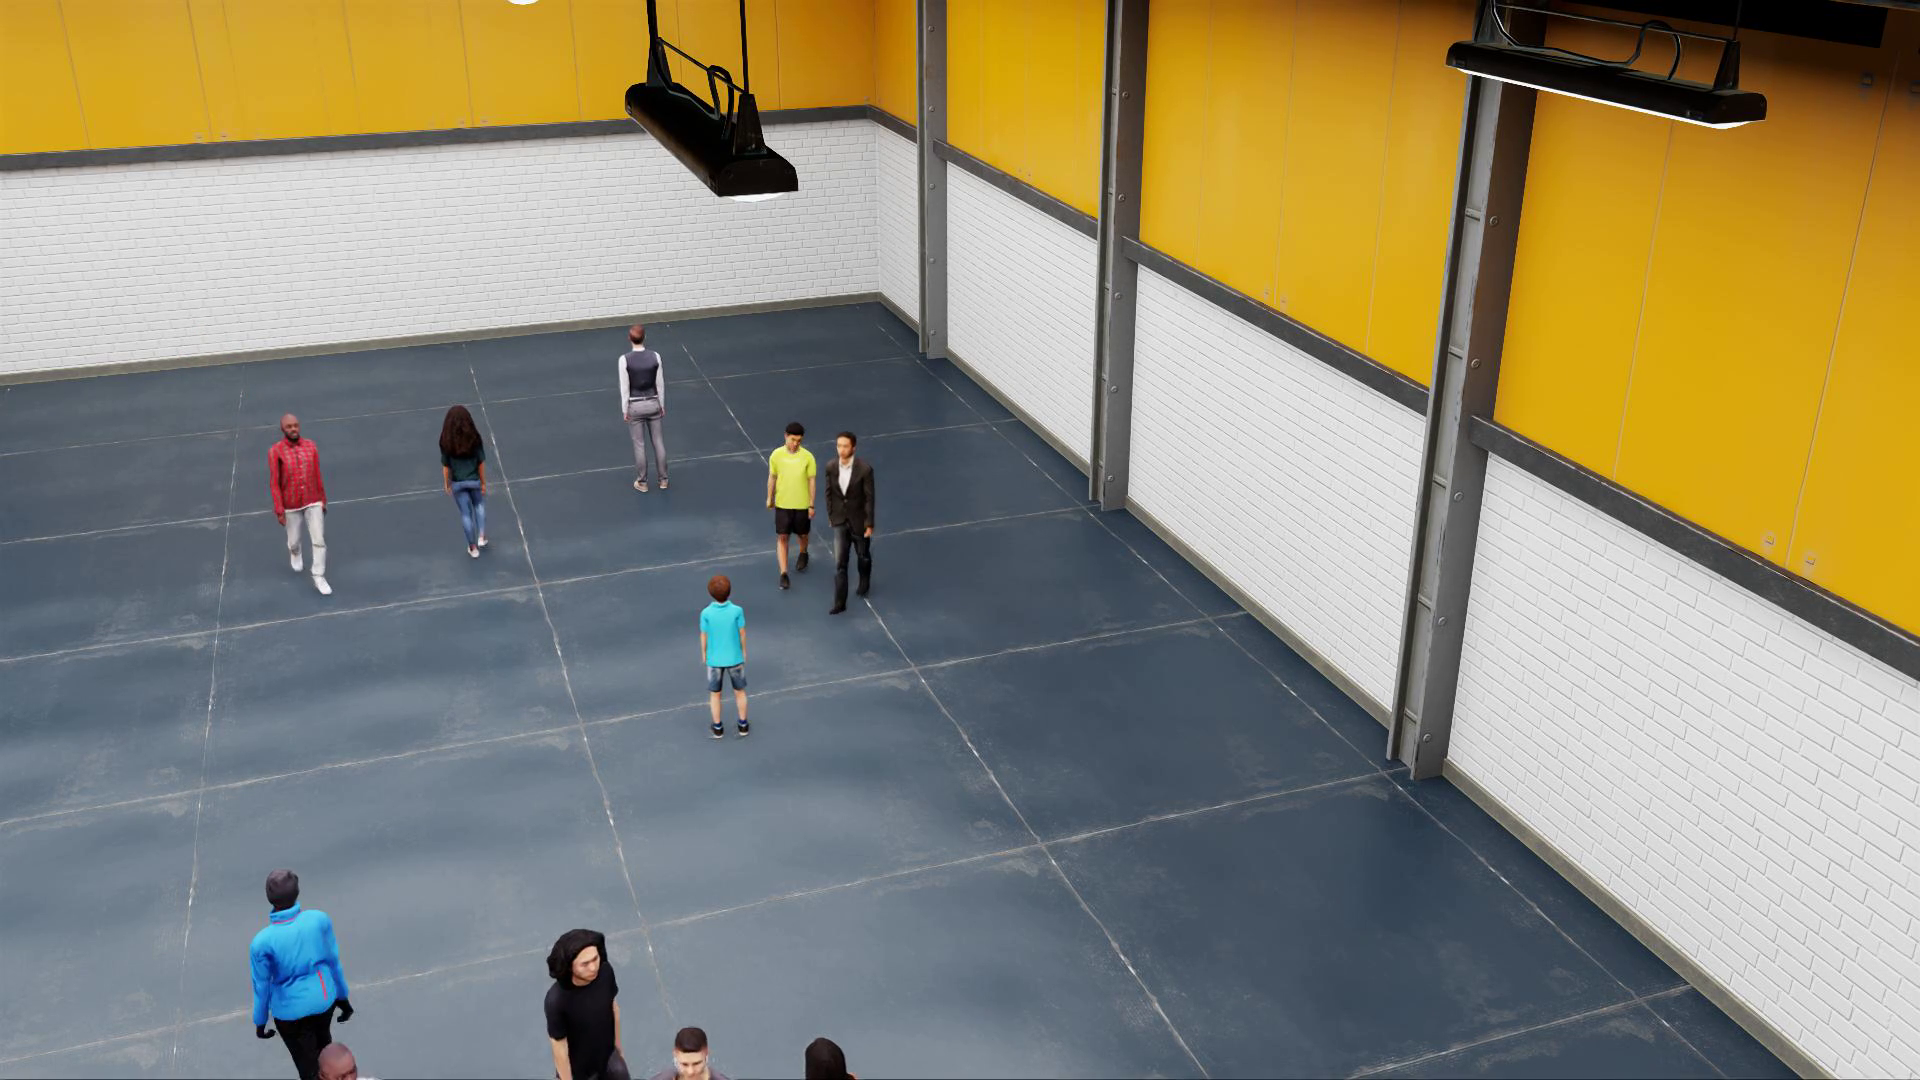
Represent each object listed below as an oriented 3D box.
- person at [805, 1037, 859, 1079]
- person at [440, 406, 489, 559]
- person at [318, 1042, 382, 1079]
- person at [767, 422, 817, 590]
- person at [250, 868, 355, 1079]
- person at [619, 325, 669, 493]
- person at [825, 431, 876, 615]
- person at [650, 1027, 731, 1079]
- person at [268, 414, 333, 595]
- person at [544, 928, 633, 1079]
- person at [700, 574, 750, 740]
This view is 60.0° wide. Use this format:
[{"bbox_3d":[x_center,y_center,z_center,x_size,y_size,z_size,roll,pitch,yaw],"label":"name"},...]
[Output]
[{"bbox_3d":[-0.654,3.197,8.429,0.710,1.645,0.725,19,30,37],"label":"person"},{"bbox_3d":[-5.077,-0.575,17.111,0.604,1.604,0.650,-11,26,-23],"label":"person"},{"bbox_3d":[-3.047,3.200,8.251,0.768,1.782,0.772,22,32,40],"label":"person"},{"bbox_3d":[-1.652,-0.404,16.654,0.908,1.657,1.142,1,24,2],"label":"person"},{"bbox_3d":[-3.664,2.696,9.422,0.844,1.769,0.961,-22,32,-40],"label":"person"},{"bbox_3d":[-3.575,-1.501,18.813,0.649,1.937,0.559,-9,25,-19],"label":"person"},{"bbox_3d":[-1.009,-0.214,16.084,1.093,1.764,1.245,6,24,14],"label":"person"},{"bbox_3d":[-1.348,3.144,8.420,0.815,1.749,1.026,-1,24,-3],"label":"person"},{"bbox_3d":[-6.543,-0.389,16.436,0.818,1.804,1.079,-15,28,-31],"label":"person"},{"bbox_3d":[-2.083,2.817,9.086,0.819,1.816,0.782,17,29,34],"label":"person"},{"bbox_3d":[-1.960,0.957,13.802,0.541,1.446,0.513,-5,24,-11],"label":"person"}]
